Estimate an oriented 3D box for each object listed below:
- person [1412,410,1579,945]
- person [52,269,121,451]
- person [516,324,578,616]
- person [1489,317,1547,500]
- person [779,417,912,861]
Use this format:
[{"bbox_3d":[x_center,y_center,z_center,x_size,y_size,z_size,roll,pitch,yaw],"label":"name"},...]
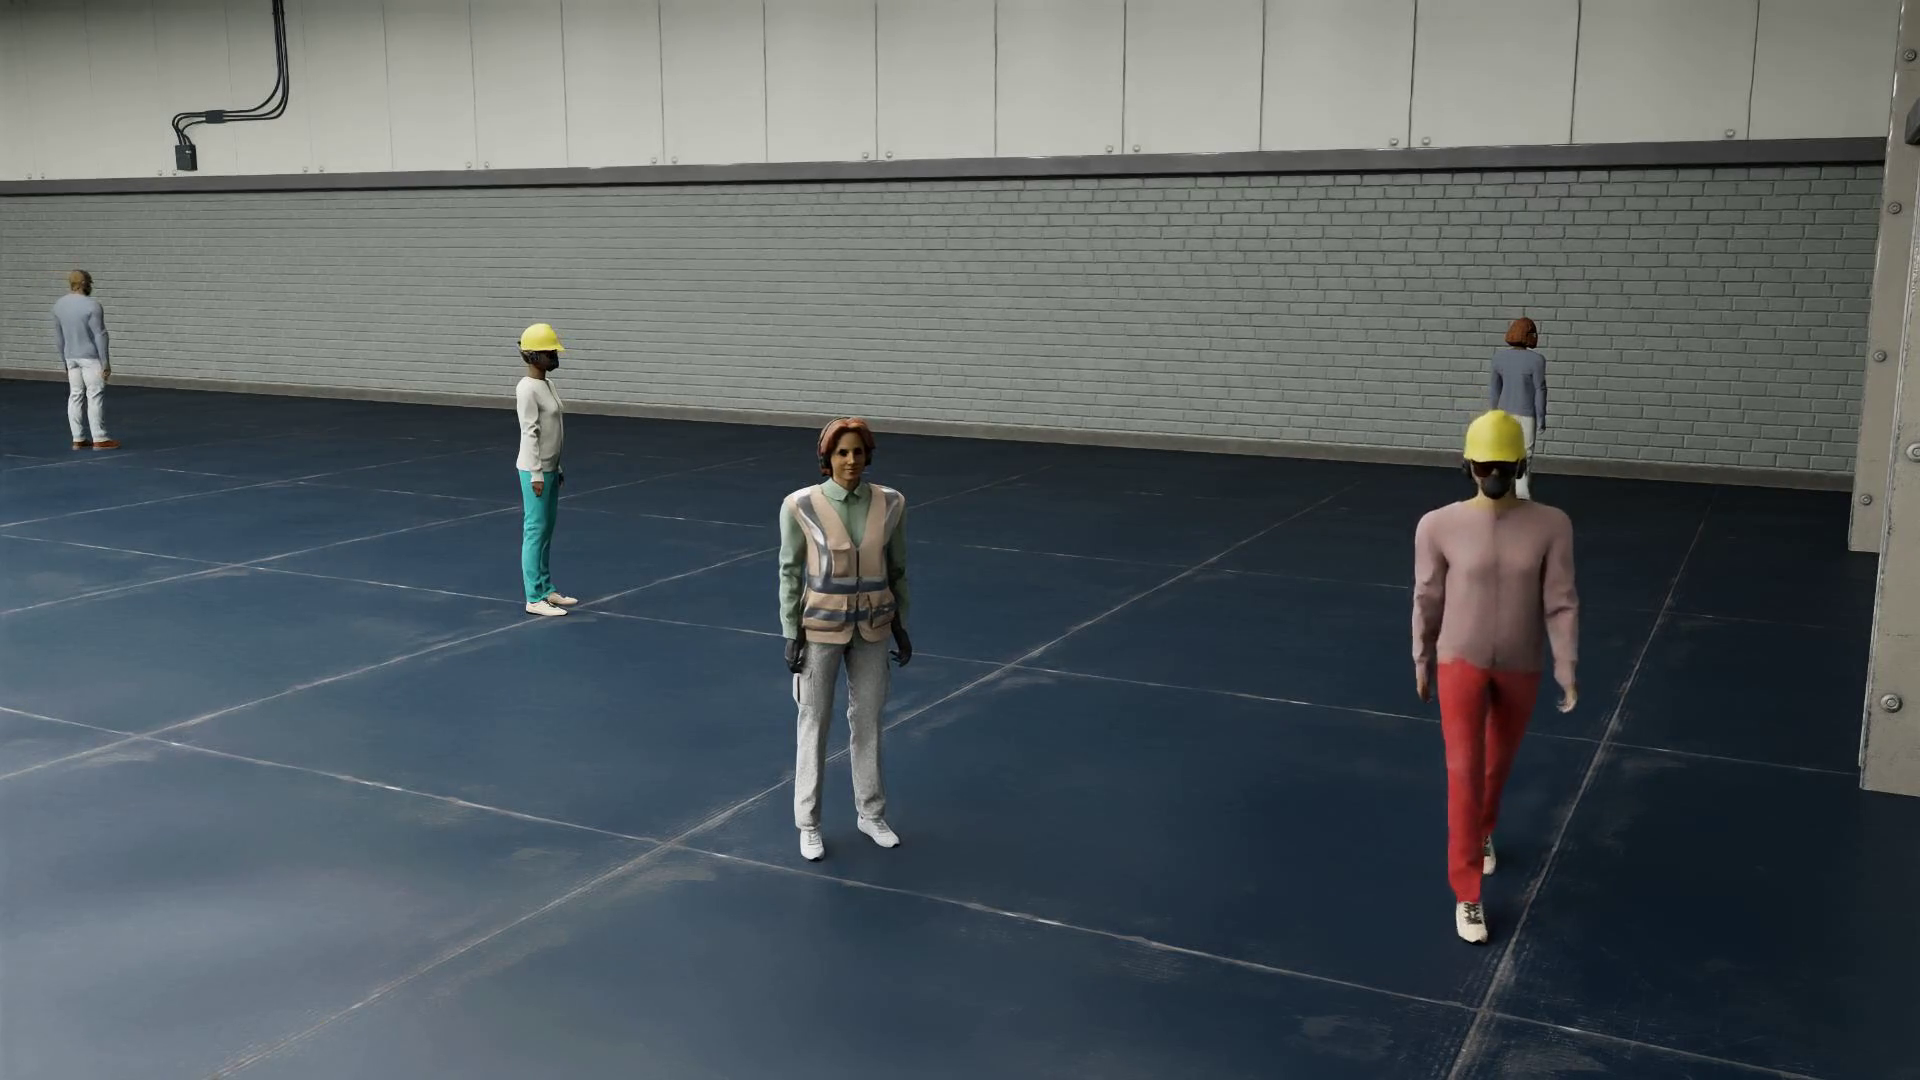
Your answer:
[{"bbox_3d":[1.809,0.406,5.691,0.523,1.726,0.898,1,10,5],"label":"person"},{"bbox_3d":[-9.365,-1.922,17.804,0.635,1.936,0.355,3,11,18],"label":"person"},{"bbox_3d":[-2.528,-0.427,10.123,0.310,1.769,0.525,0,10,-1],"label":"person"},{"bbox_3d":[4.557,-0.997,13.589,0.278,1.634,0.498,-9,14,-40],"label":"person"},{"bbox_3d":[-0.425,0.358,6.184,0.513,1.641,0.309,-5,11,-24],"label":"person"}]
